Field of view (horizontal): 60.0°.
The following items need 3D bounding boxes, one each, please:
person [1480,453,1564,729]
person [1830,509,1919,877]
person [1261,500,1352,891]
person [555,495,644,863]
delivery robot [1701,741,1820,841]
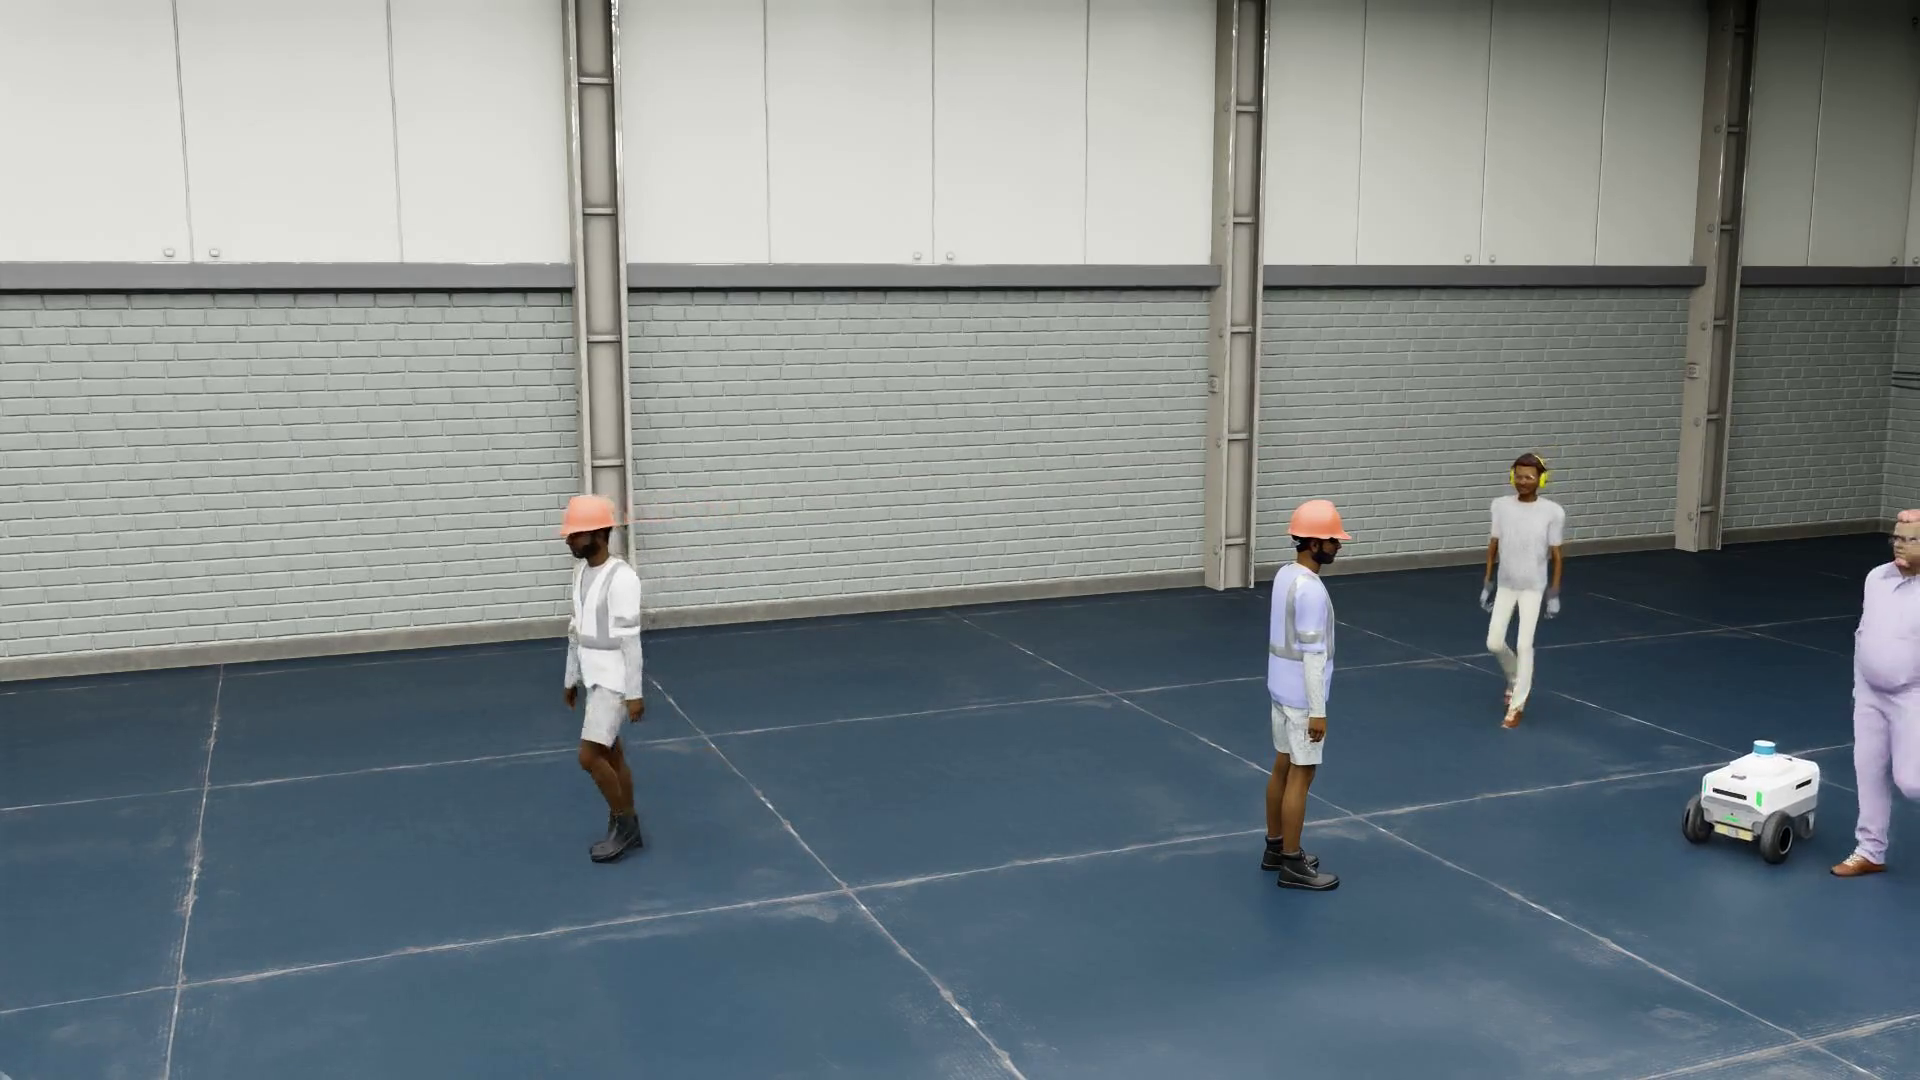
[{"bbox_3d":[3.792,0.328,11.229,0.538,1.856,0.506,7,11,37],"label":"person"},{"bbox_3d":[4.778,0.776,8.326,0.664,1.888,0.650,-3,9,-16],"label":"person"},{"bbox_3d":[1.728,0.759,8.276,0.375,1.935,0.551,-1,9,-5],"label":"person"},{"bbox_3d":[-1.853,0.719,8.582,0.508,1.914,0.569,-7,11,-37],"label":"person"},{"bbox_3d":[4.259,1.311,8.841,0.707,0.478,0.477,-7,12,-39],"label":"delivery robot"}]
